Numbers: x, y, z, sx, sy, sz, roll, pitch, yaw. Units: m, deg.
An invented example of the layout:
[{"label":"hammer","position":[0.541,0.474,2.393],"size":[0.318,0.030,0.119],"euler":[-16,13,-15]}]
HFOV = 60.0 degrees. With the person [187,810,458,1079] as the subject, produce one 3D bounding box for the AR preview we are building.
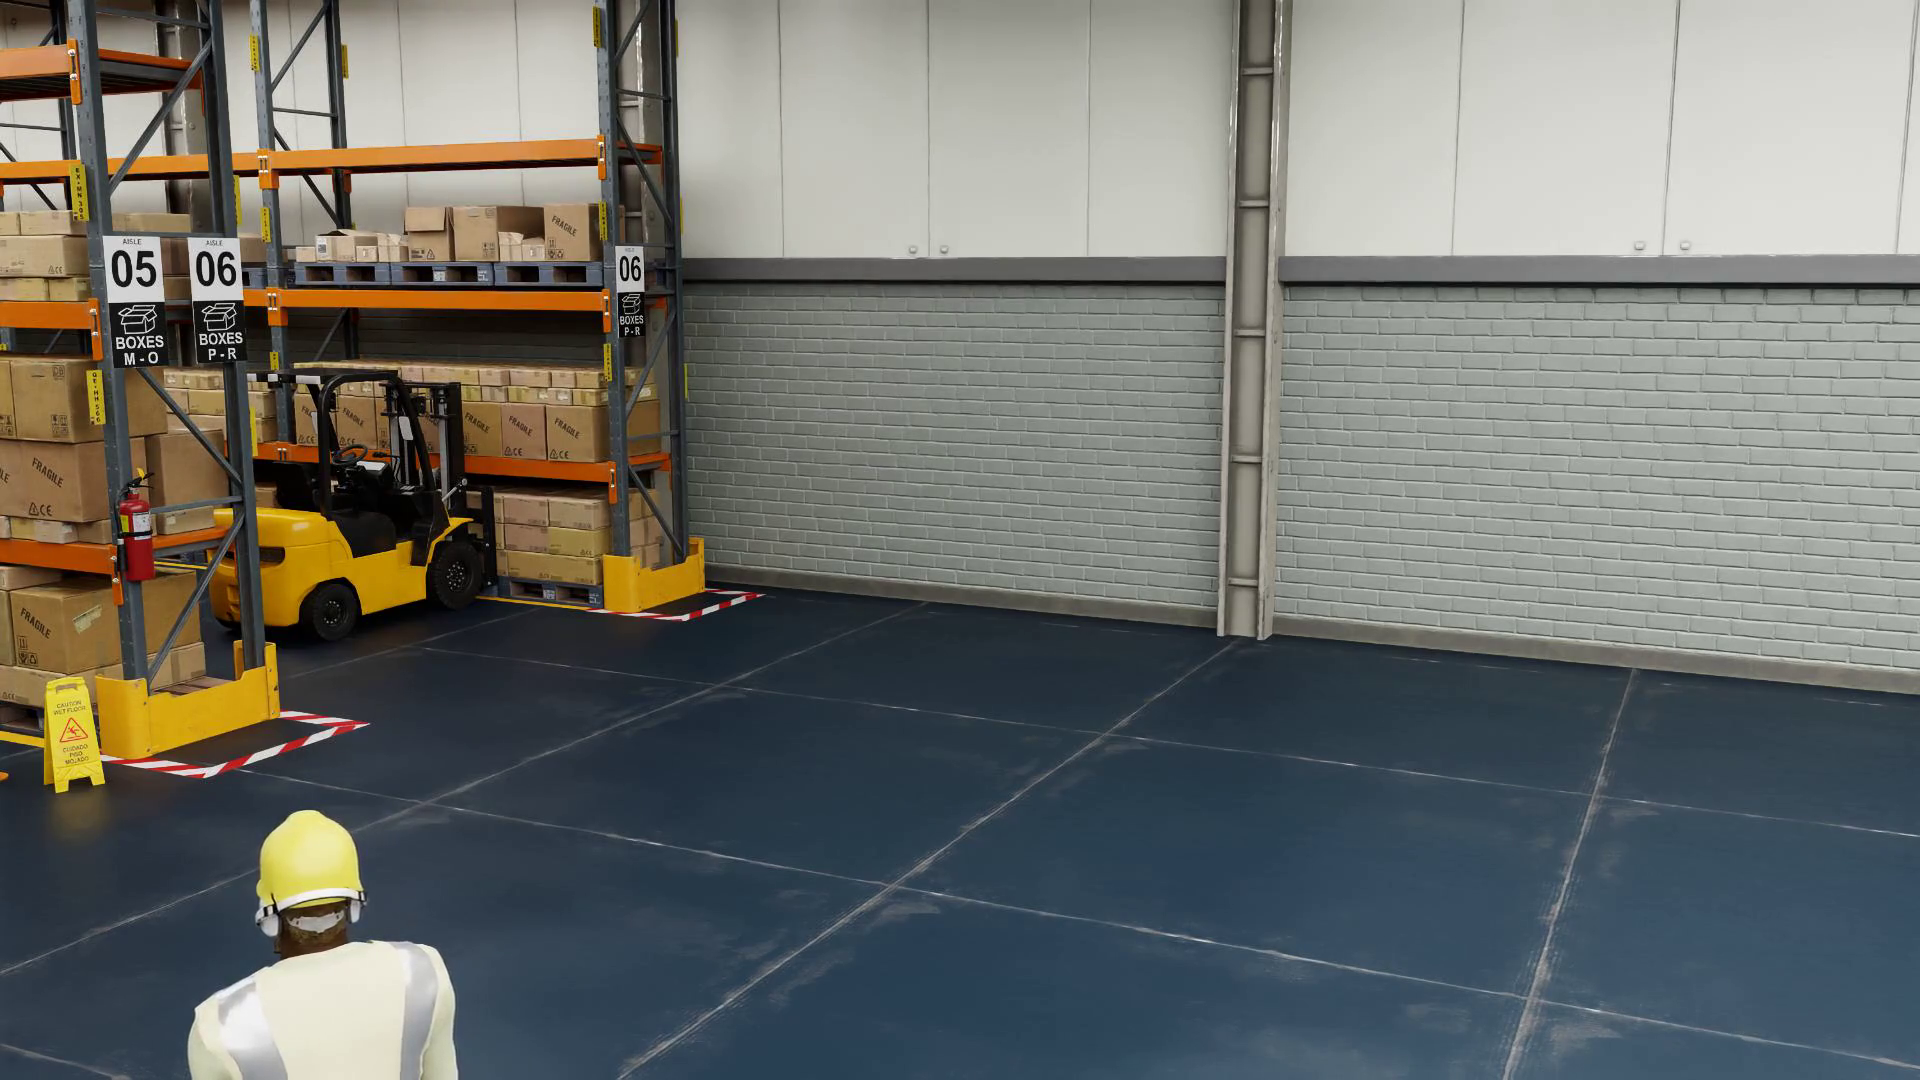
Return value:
[{"label":"person","position":[-1.437,1.511,3.796],"size":[0.602,1.830,0.404],"euler":[-8,12,-40]}]
